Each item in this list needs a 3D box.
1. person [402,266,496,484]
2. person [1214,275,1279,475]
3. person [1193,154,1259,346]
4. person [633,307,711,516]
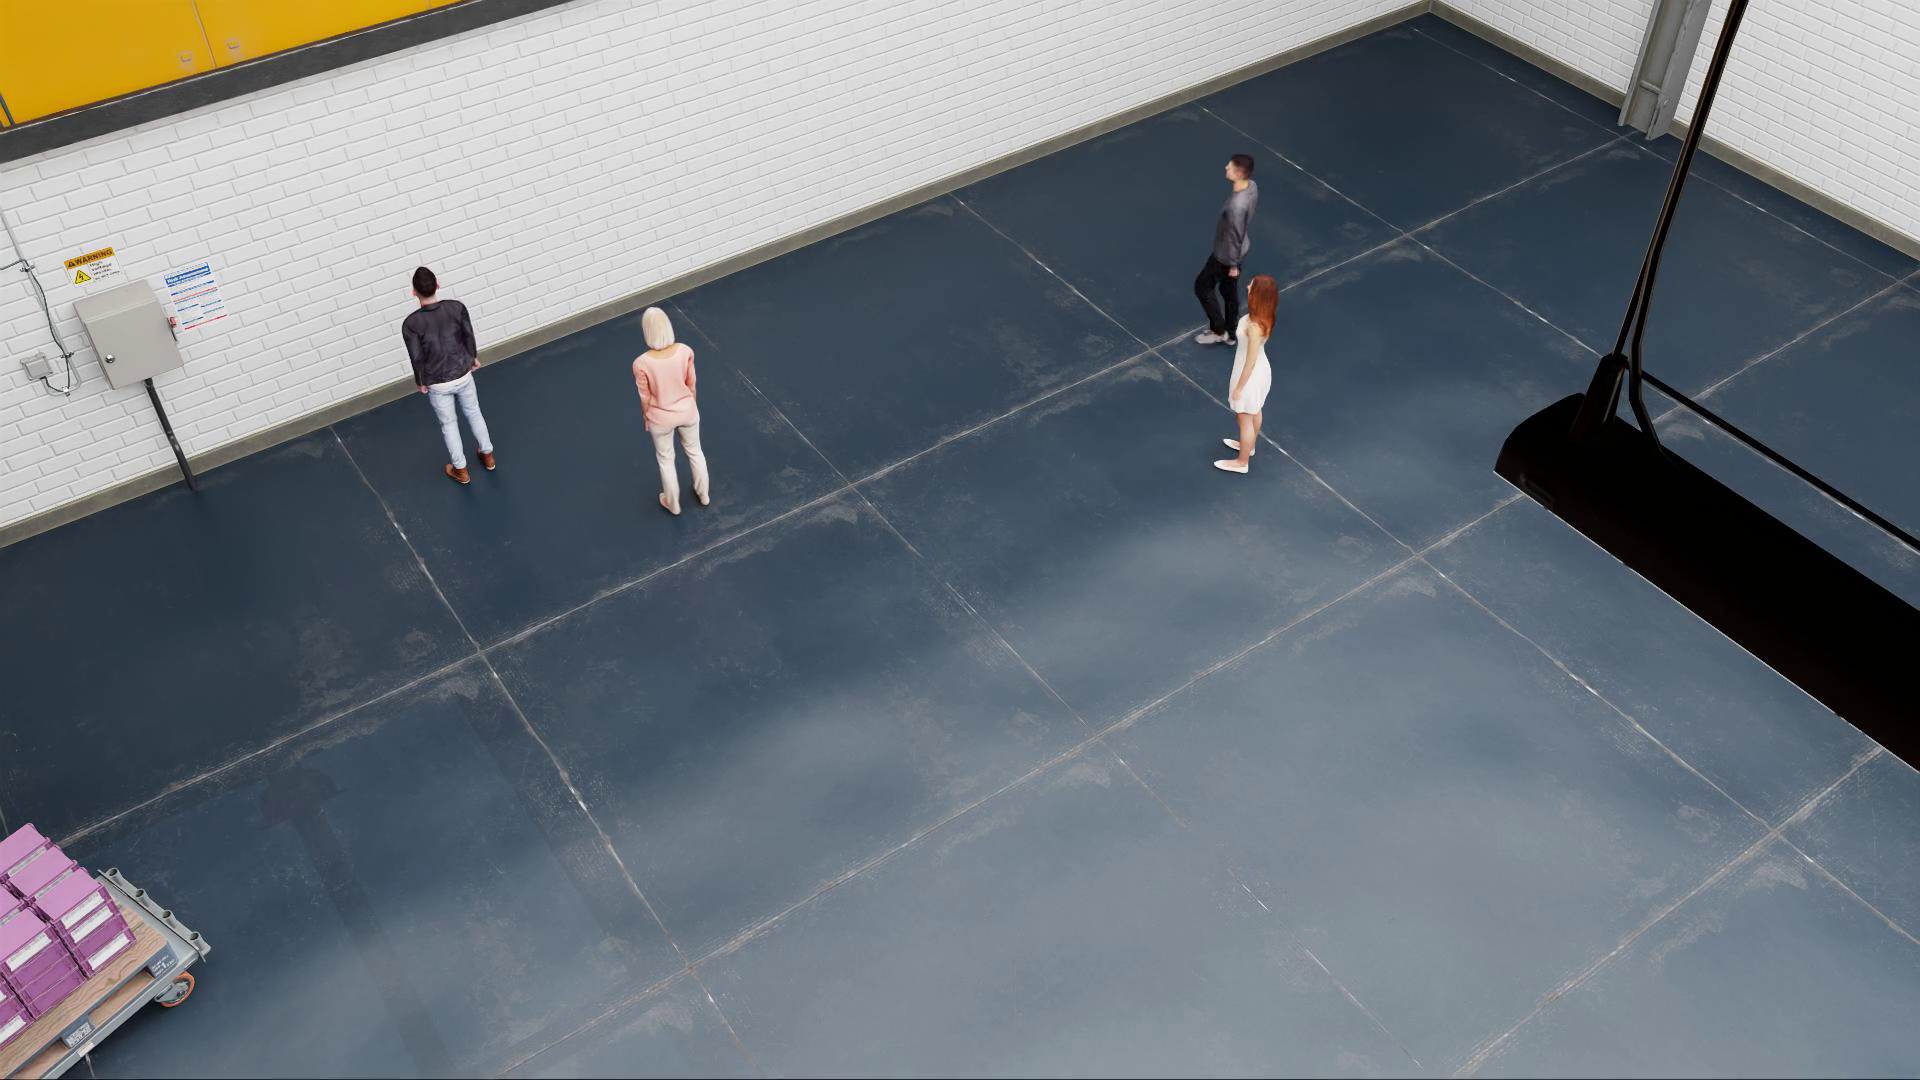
[{"bbox_3d":[-3.724,-1.199,12.105,0.677,1.837,0.568,-31,52,-29],"label":"person"},{"bbox_3d":[2.143,-1.227,12.225,0.678,1.712,0.646,16,46,16],"label":"person"},{"bbox_3d":[2.234,-2.285,13.308,0.753,1.750,0.729,19,47,19],"label":"person"},{"bbox_3d":[-2.059,-0.915,11.890,0.613,1.722,0.550,-20,47,-20],"label":"person"}]
